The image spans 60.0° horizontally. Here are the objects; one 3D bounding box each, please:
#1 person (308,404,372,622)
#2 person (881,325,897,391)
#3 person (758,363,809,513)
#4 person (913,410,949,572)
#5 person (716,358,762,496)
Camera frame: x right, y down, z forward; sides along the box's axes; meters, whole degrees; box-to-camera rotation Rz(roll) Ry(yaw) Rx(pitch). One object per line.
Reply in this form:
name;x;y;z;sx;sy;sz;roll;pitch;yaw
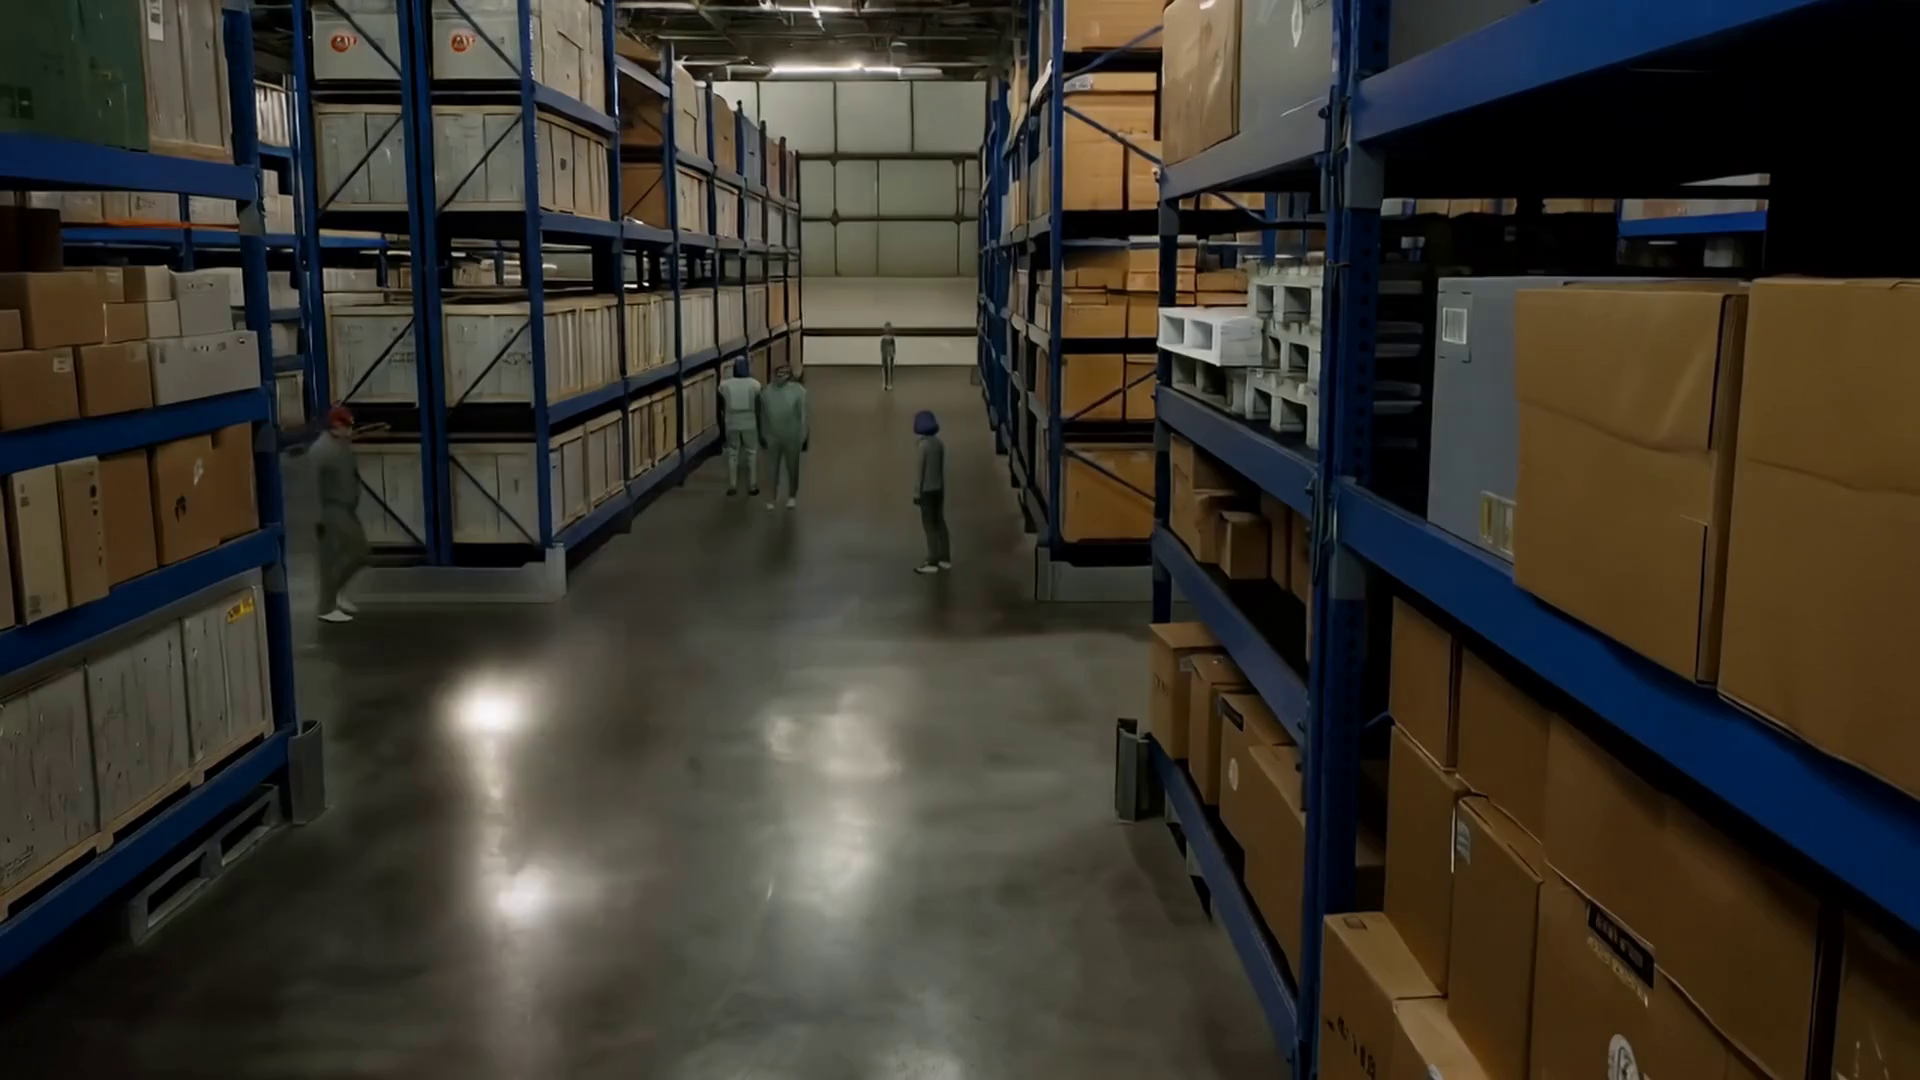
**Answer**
person;-5.349;-0.227;14.303;0.460;1.883;0.674;0;9;0
person;-1.787;-4.531;41.440;0.311;1.636;0.522;-7;12;-38
person;-2.222;-1.278;20.816;0.669;1.850;0.980;1;9;5
person;-0.307;-0.488;16.715;0.317;1.621;0.513;4;10;26
person;-2.937;-1.509;22.287;0.634;1.842;0.429;-1;9;-5
